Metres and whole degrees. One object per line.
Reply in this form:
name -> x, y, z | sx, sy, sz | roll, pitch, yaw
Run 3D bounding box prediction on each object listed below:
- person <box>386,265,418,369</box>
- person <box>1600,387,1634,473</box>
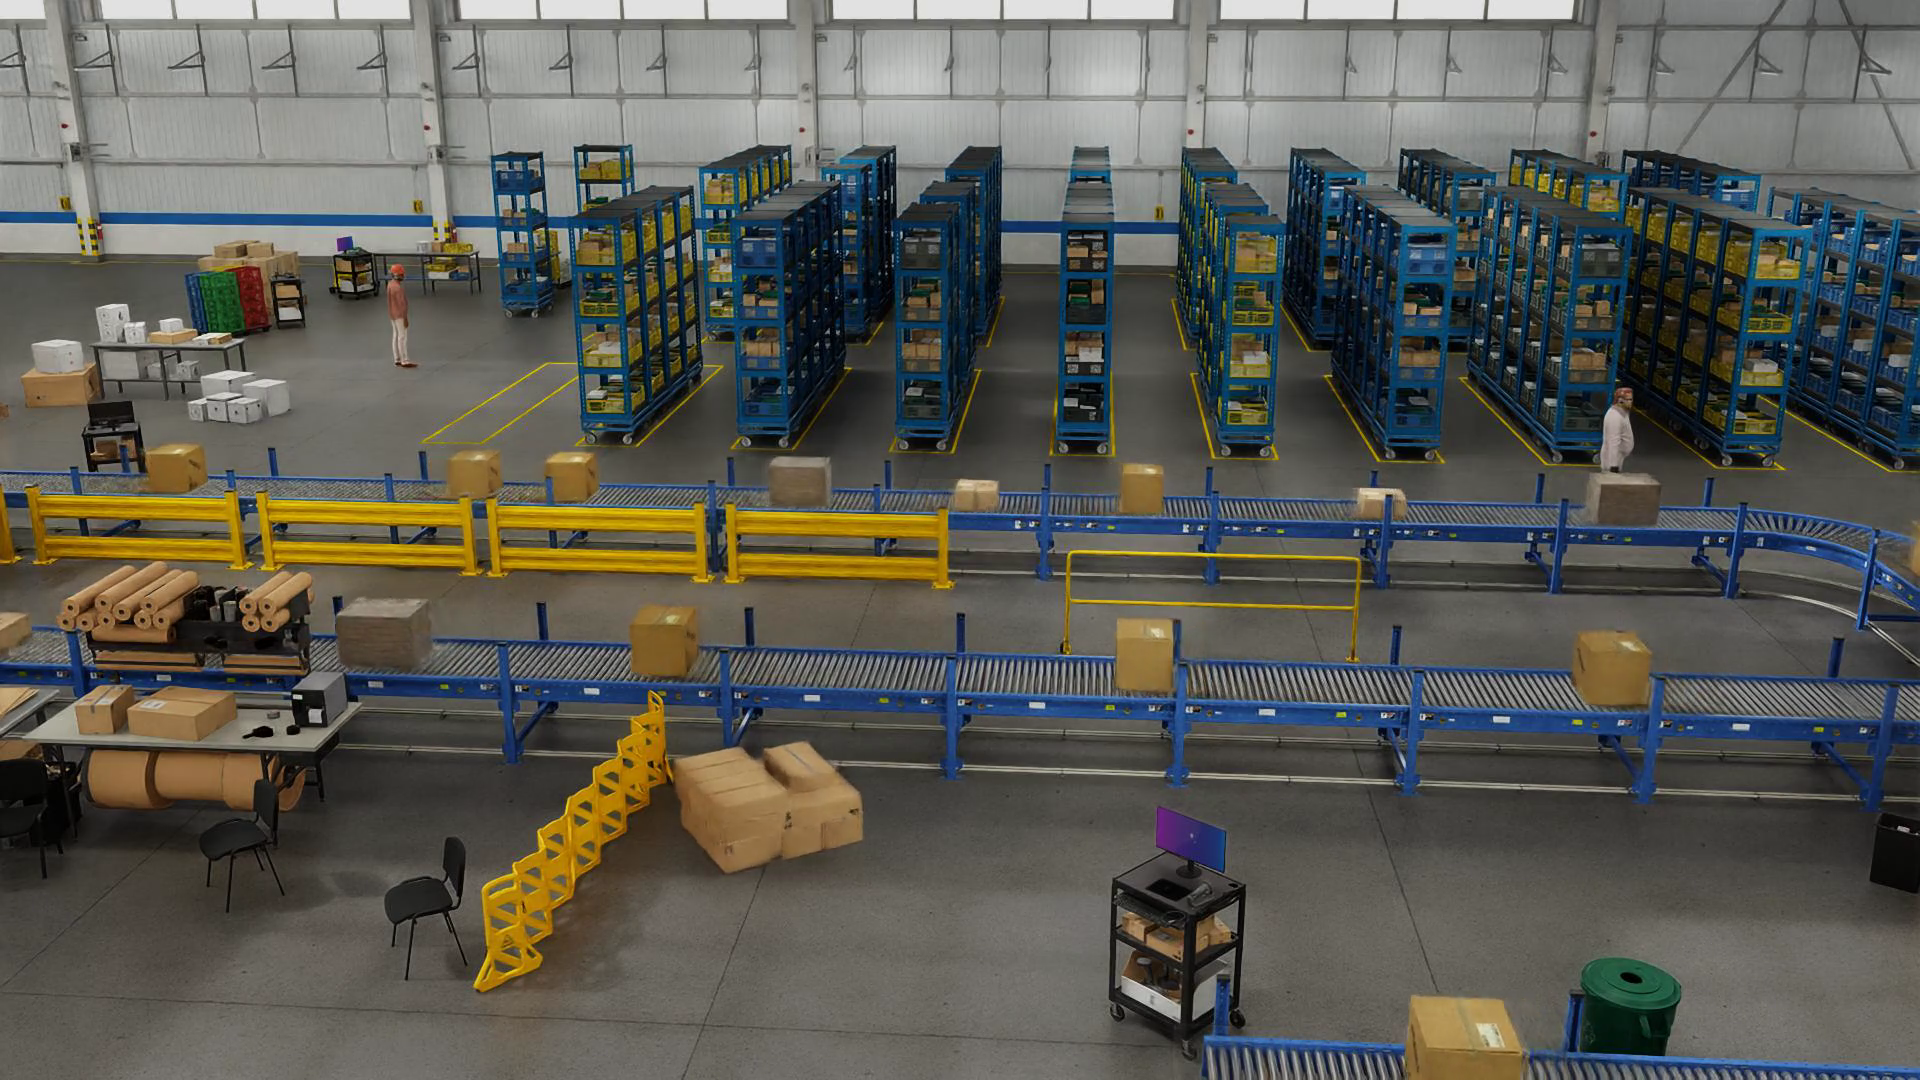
person -> -10.733, -4.280, 31.892 | 0.394, 1.985, 0.611 | -14, 22, -37
person -> 8.604, -1.067, 21.824 | 0.403, 1.911, 0.637 | 7, 19, 20
